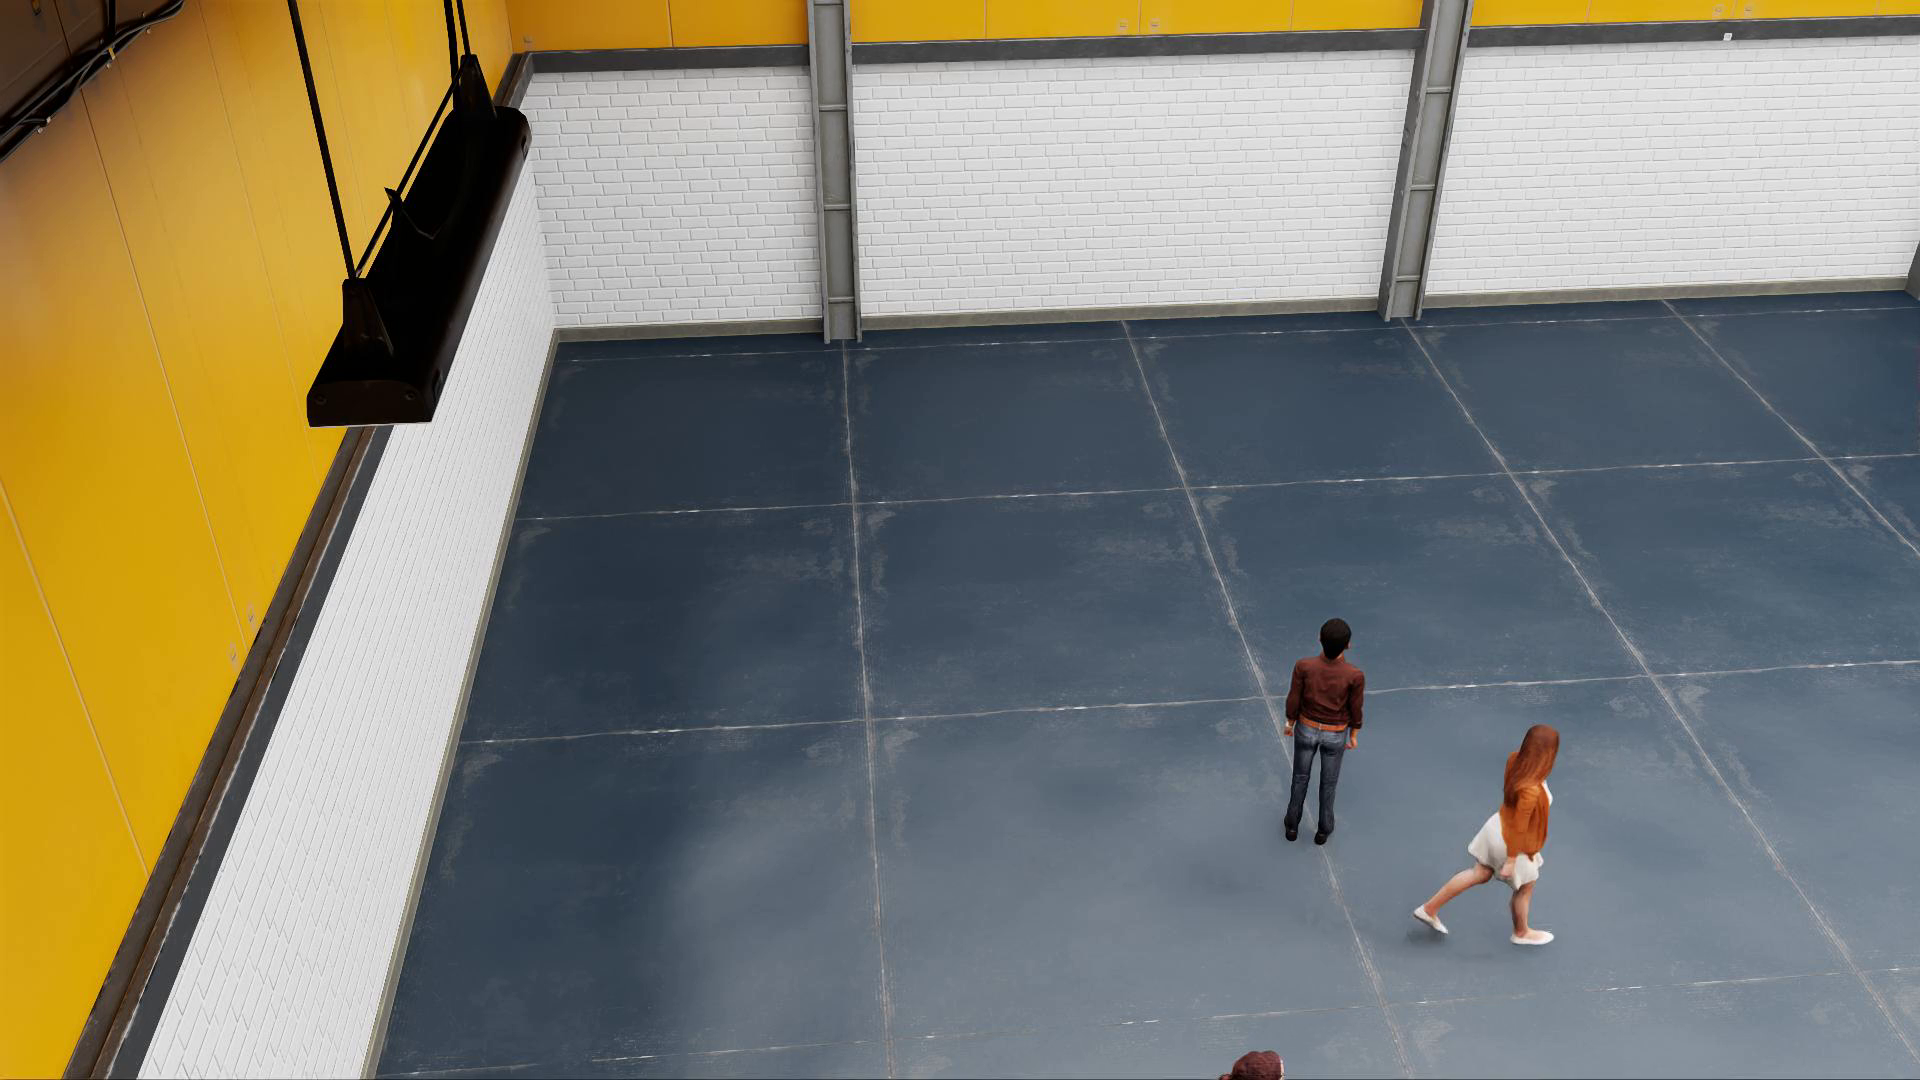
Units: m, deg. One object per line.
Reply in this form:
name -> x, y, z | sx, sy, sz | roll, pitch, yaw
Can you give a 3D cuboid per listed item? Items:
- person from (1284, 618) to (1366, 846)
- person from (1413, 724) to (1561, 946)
person -> 2.350, 1.251, 10.808 | 0.599, 1.782, 0.770 | 9, 35, 13
person -> 3.228, 1.814, 10.050 | 1.122, 1.683, 0.701 | 0, 34, 0
